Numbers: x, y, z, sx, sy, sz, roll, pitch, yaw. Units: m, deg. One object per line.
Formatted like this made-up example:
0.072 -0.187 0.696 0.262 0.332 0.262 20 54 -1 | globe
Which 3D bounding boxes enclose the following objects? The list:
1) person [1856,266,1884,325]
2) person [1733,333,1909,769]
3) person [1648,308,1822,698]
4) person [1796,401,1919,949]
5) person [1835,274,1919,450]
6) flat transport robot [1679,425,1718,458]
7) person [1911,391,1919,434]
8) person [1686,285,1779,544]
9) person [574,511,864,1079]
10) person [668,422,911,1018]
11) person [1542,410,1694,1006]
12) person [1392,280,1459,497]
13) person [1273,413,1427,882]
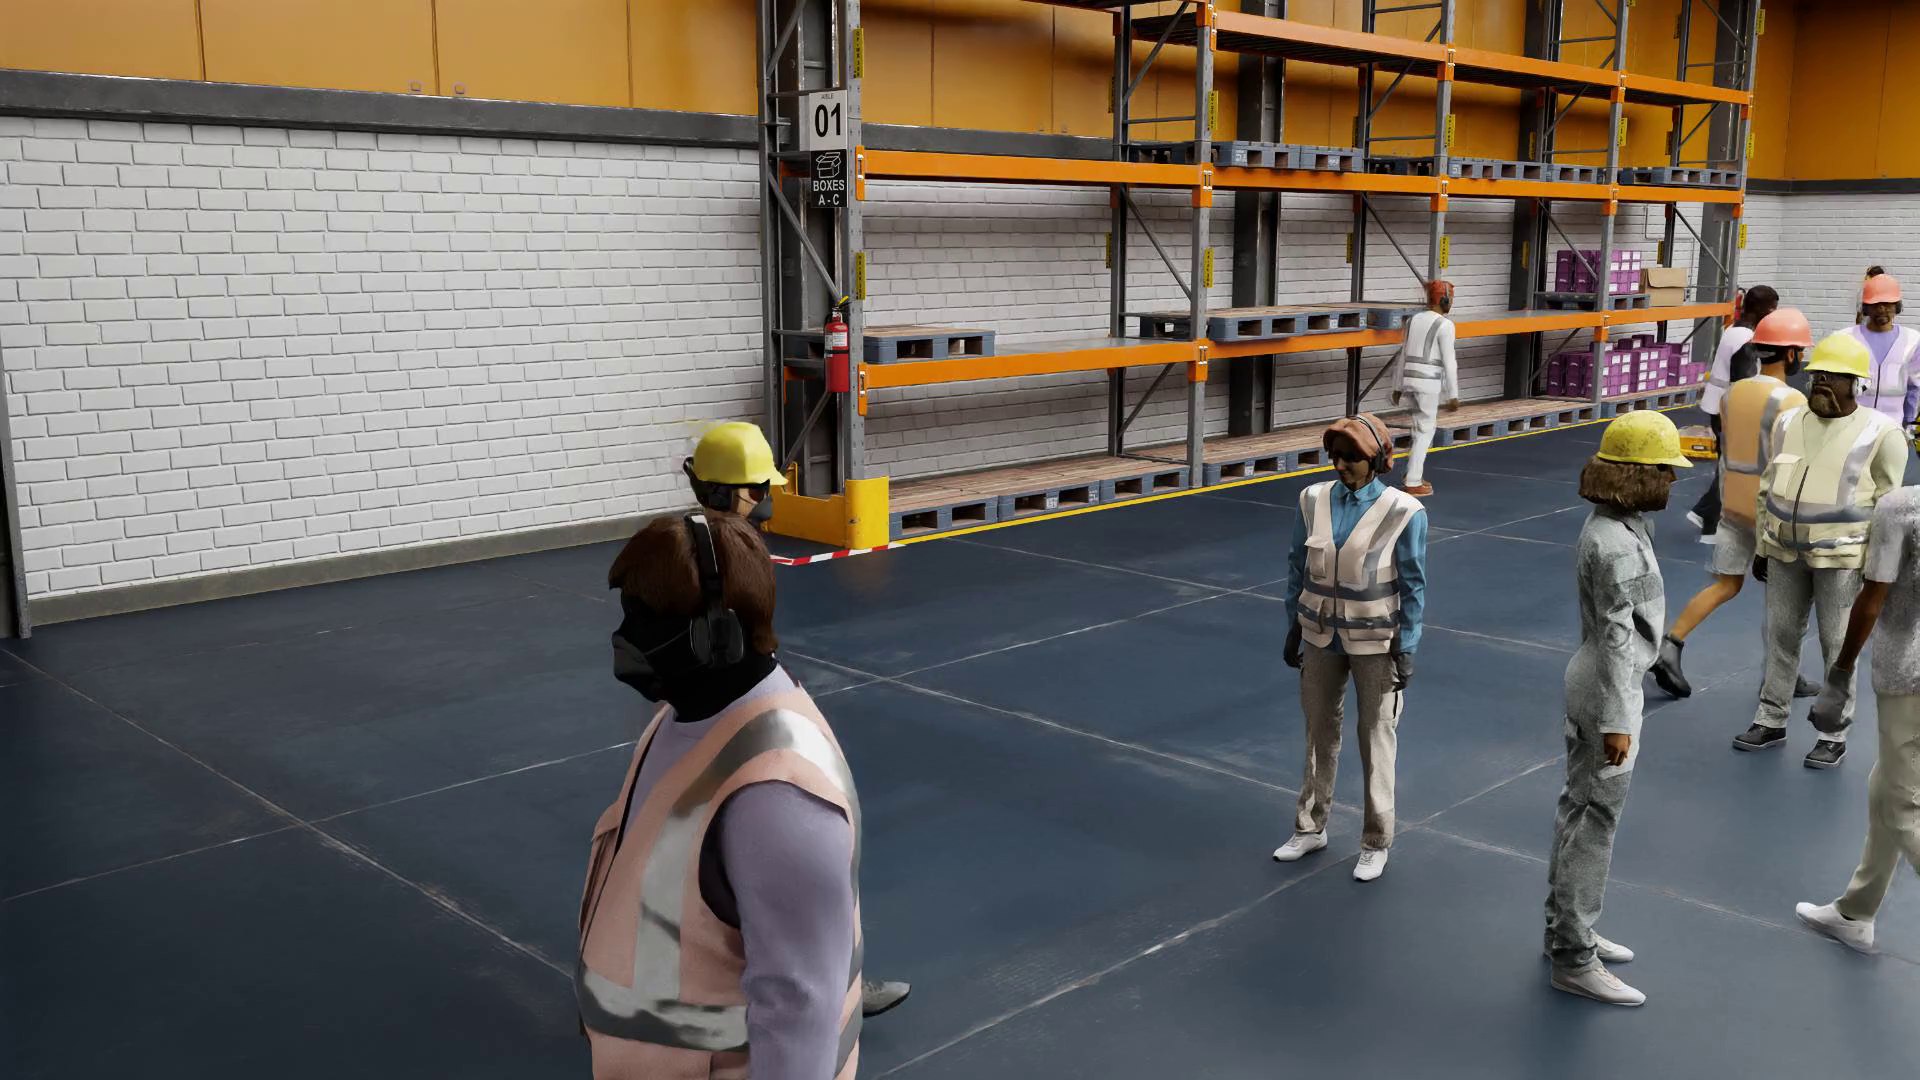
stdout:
12.012 -2.704 22.047 0.514 1.829 0.915 0 10 2 | person
3.639 0.044 7.062 0.403 1.837 0.586 -7 13 -34 | person
3.770 -0.154 7.975 0.884 1.910 0.554 -2 11 -12 | person
2.873 0.439 4.901 0.513 1.841 0.901 -3 11 -17 | person
6.217 -0.819 11.379 0.613 1.993 1.080 4 11 19 | person
7.709 -1.015 17.106 0.652 0.197 1.431 7 12 33 | flat transport robot
7.631 -1.008 12.738 0.599 1.872 1.017 4 11 19 | person
5.576 -0.882 11.969 0.463 1.887 0.624 3 11 16 | person
-0.371 0.863 2.586 0.429 1.840 0.633 -4 11 -19 | person
-0.560 0.533 4.672 0.870 1.721 0.551 0 10 2 | person
1.947 0.482 4.930 0.315 1.741 0.493 3 11 17 | person
4.018 -1.299 14.313 0.525 1.861 0.651 -4 11 -22 | person
1.371 0.368 5.832 0.514 1.639 0.310 9 14 40 | person
